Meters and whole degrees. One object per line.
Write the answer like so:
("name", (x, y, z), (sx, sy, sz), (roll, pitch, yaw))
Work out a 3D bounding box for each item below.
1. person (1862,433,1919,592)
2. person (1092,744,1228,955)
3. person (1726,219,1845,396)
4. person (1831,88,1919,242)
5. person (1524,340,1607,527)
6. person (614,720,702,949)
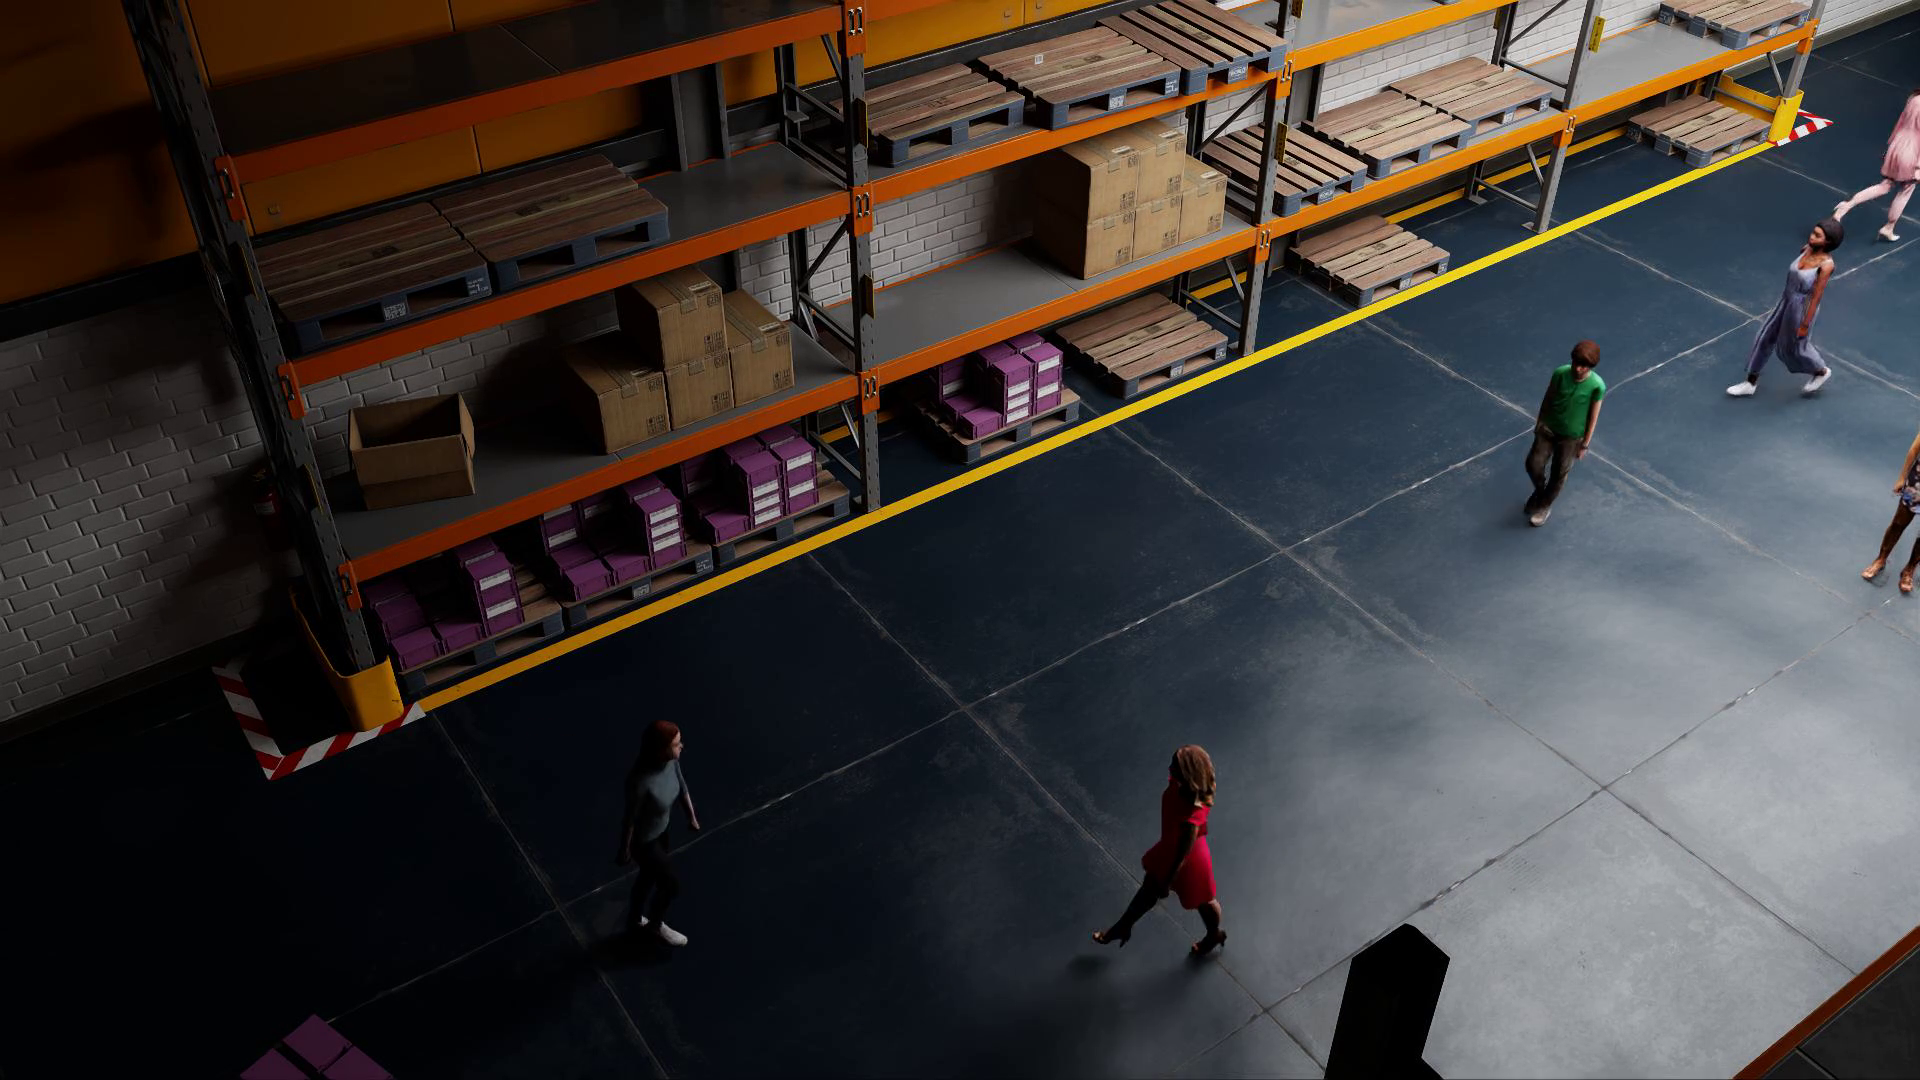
("person", (7.020, -0.405, 11.991), (0.652, 1.734, 0.628), (24, 44, 27))
("person", (1.347, 1.780, 9.290), (1.099, 1.690, 0.918), (-2, 39, -3))
("person", (7.078, -1.905, 13.919), (1.145, 1.671, 0.888), (-6, 39, -7))
("person", (9.011, -3.673, 16.052), (1.116, 1.773, 0.922), (-4, 39, -5))
("person", (4.613, -0.860, 12.634), (0.679, 1.642, 0.712), (28, 46, 31))
("person", (-1.795, 1.692, 9.393), (0.842, 1.700, 0.783), (18, 42, 21))
